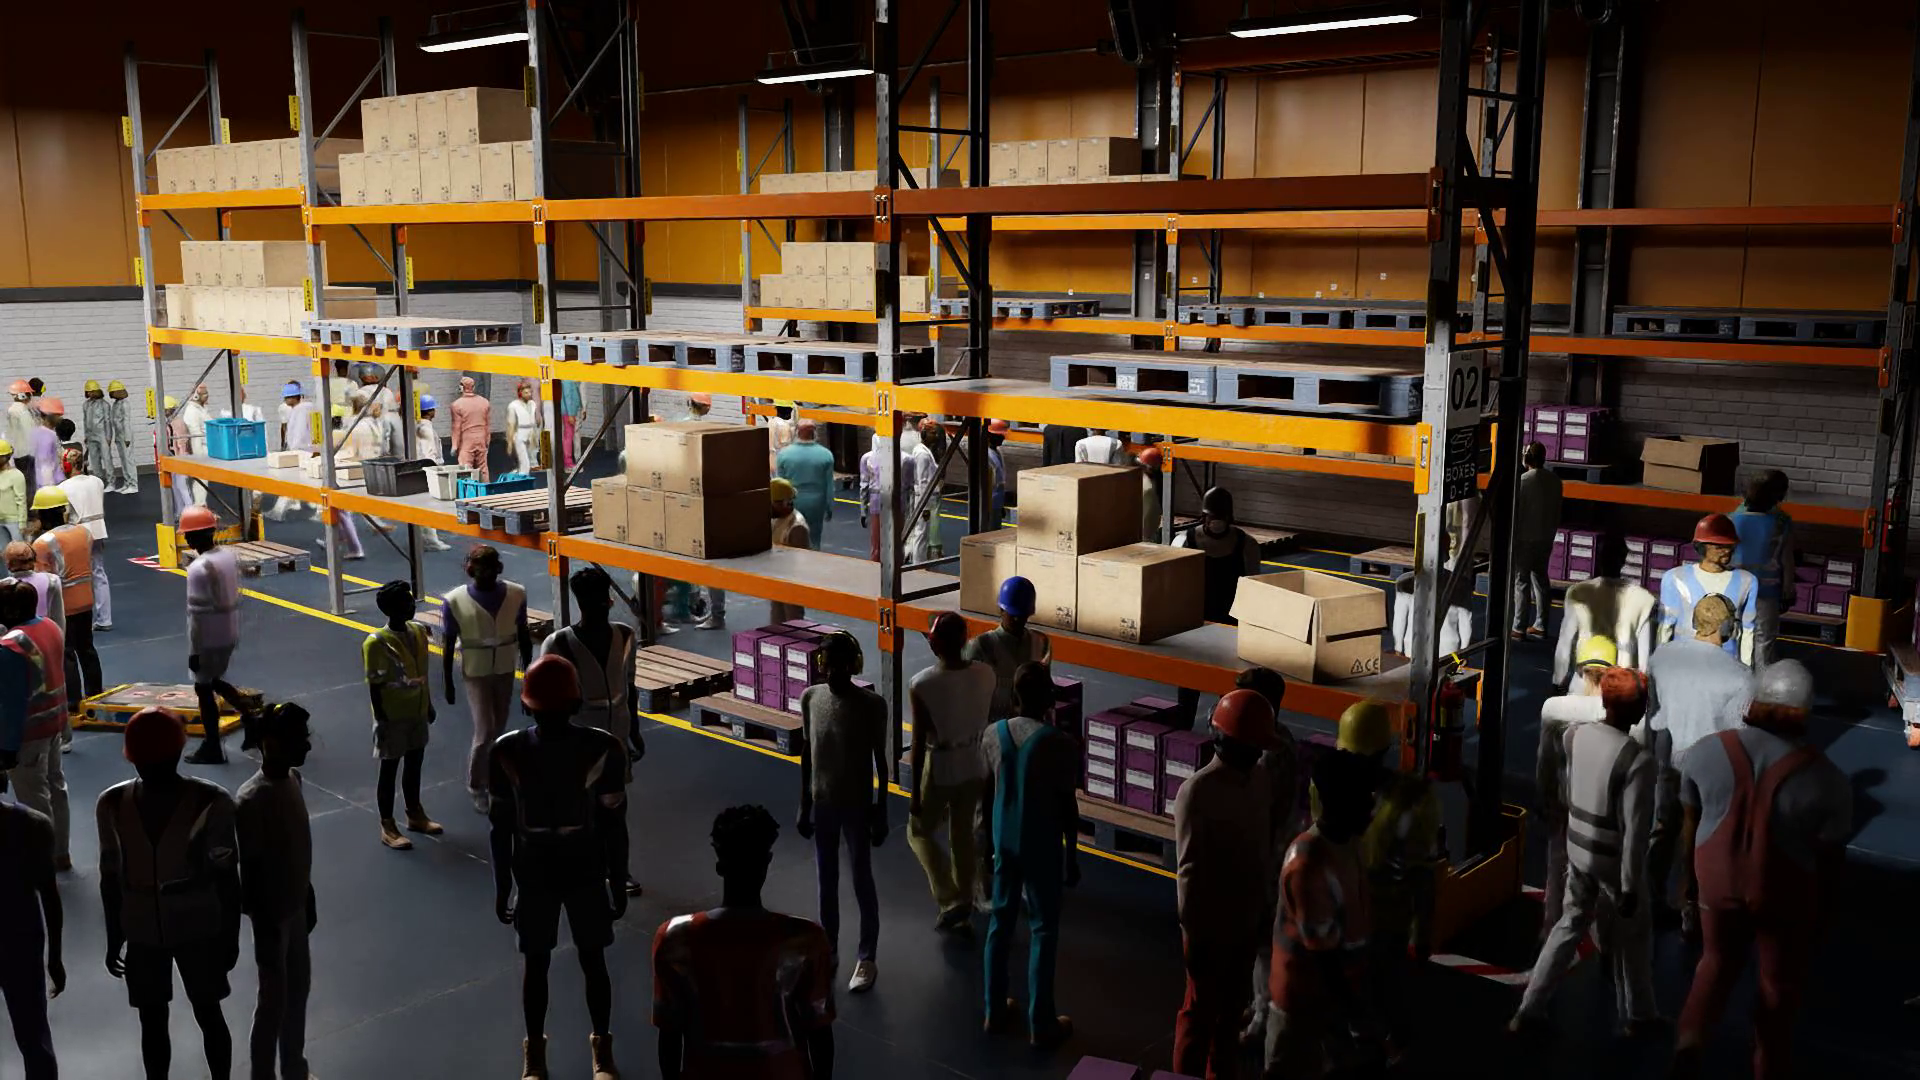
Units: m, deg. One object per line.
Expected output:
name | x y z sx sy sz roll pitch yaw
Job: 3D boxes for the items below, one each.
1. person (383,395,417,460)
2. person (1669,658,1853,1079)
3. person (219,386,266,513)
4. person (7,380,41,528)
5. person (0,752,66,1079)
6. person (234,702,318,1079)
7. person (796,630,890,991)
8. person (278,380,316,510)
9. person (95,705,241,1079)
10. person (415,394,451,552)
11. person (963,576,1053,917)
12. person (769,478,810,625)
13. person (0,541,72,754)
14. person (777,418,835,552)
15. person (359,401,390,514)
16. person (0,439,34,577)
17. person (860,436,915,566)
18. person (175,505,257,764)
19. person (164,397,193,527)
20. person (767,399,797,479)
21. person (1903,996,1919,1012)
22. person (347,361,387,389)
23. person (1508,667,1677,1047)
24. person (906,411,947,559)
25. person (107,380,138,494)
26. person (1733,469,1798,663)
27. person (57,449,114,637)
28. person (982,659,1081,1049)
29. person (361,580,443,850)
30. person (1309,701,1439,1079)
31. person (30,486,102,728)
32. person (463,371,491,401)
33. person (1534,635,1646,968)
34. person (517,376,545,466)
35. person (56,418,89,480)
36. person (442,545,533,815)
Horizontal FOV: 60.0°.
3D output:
person | -8.006 -1.281 23.886 0.586 1.717 0.633 -6 12 -30
person | 3.478 1.497 7.226 0.697 2.000 0.680 9 14 43
person | -10.020 -1.254 23.284 0.590 1.864 0.574 -6 12 -32
person | -12.549 -1.155 22.348 0.612 1.997 0.376 9 13 42
person | -3.881 1.689 6.691 0.505 1.847 0.348 -2 10 -14
person | -2.905 1.605 7.141 0.322 1.860 0.519 1 10 3
person | -0.606 1.366 8.491 0.510 1.860 0.333 4 11 22
person | -9.511 -1.366 23.898 0.507 1.872 0.329 -8 13 -40
person | -3.269 1.614 6.892 0.546 1.929 0.385 -1 10 -7
person | -6.595 -0.830 20.634 0.378 1.949 0.614 -6 11 -29
person | 0.287 1.152 9.461 0.602 1.941 0.402 -7 12 -34
person | -1.499 0.362 14.303 0.435 1.816 0.626 -5 11 -26
person | -6.829 0.814 12.232 0.314 1.636 0.514 9 13 40
person | -1.698 -0.398 18.368 0.657 1.885 0.594 -2 10 -10
person | -8.213 -1.146 23.368 0.649 1.607 0.531 0 10 1
person | -10.074 -0.195 17.603 0.524 1.761 0.339 5 11 25
person | -0.774 -0.322 17.838 0.595 1.923 0.371 0 10 -1
person | -5.419 0.696 12.088 0.510 1.919 0.563 1 10 5
person | -10.645 -1.058 22.526 0.618 1.749 0.390 9 13 41
person | -2.262 -0.921 21.223 0.384 1.924 0.593 -5 11 -27
person | 4.943 1.465 7.982 0.389 1.838 0.563 -4 11 -20
person | -10.562 -2.459 29.596 0.674 2.000 0.535 -7 12 -36
person | 3.000 1.499 7.815 0.900 1.858 0.575 -4 11 -24
person | -0.484 -0.787 20.140 0.676 2.000 0.536 1 10 4
person | -12.846 -1.577 25.479 0.323 1.737 0.484 -10 14 -44
person | 6.887 0.348 14.092 0.918 1.899 0.663 -1 10 -7
person | -8.480 0.029 16.109 0.390 1.837 0.561 3 10 14
person | 0.329 1.482 7.945 0.514 1.830 0.393 7 12 33
person | -3.522 1.086 10.514 0.315 1.699 0.540 4 11 21
person | 1.821 1.571 7.259 0.597 1.891 0.746 7 12 34
person | -7.048 0.524 13.092 0.395 1.919 0.582 2 10 13
person | -8.951 -2.587 30.696 0.637 1.911 0.406 6 12 30
person | 3.315 1.371 8.773 0.538 1.754 0.382 2 10 12
person | -7.259 -2.049 28.162 0.492 1.729 0.324 0 10 2
person | -10.827 -0.633 20.242 0.315 1.696 0.541 3 11 18
person | -3.130 0.923 11.102 0.555 1.817 0.514 -9 13 -40
